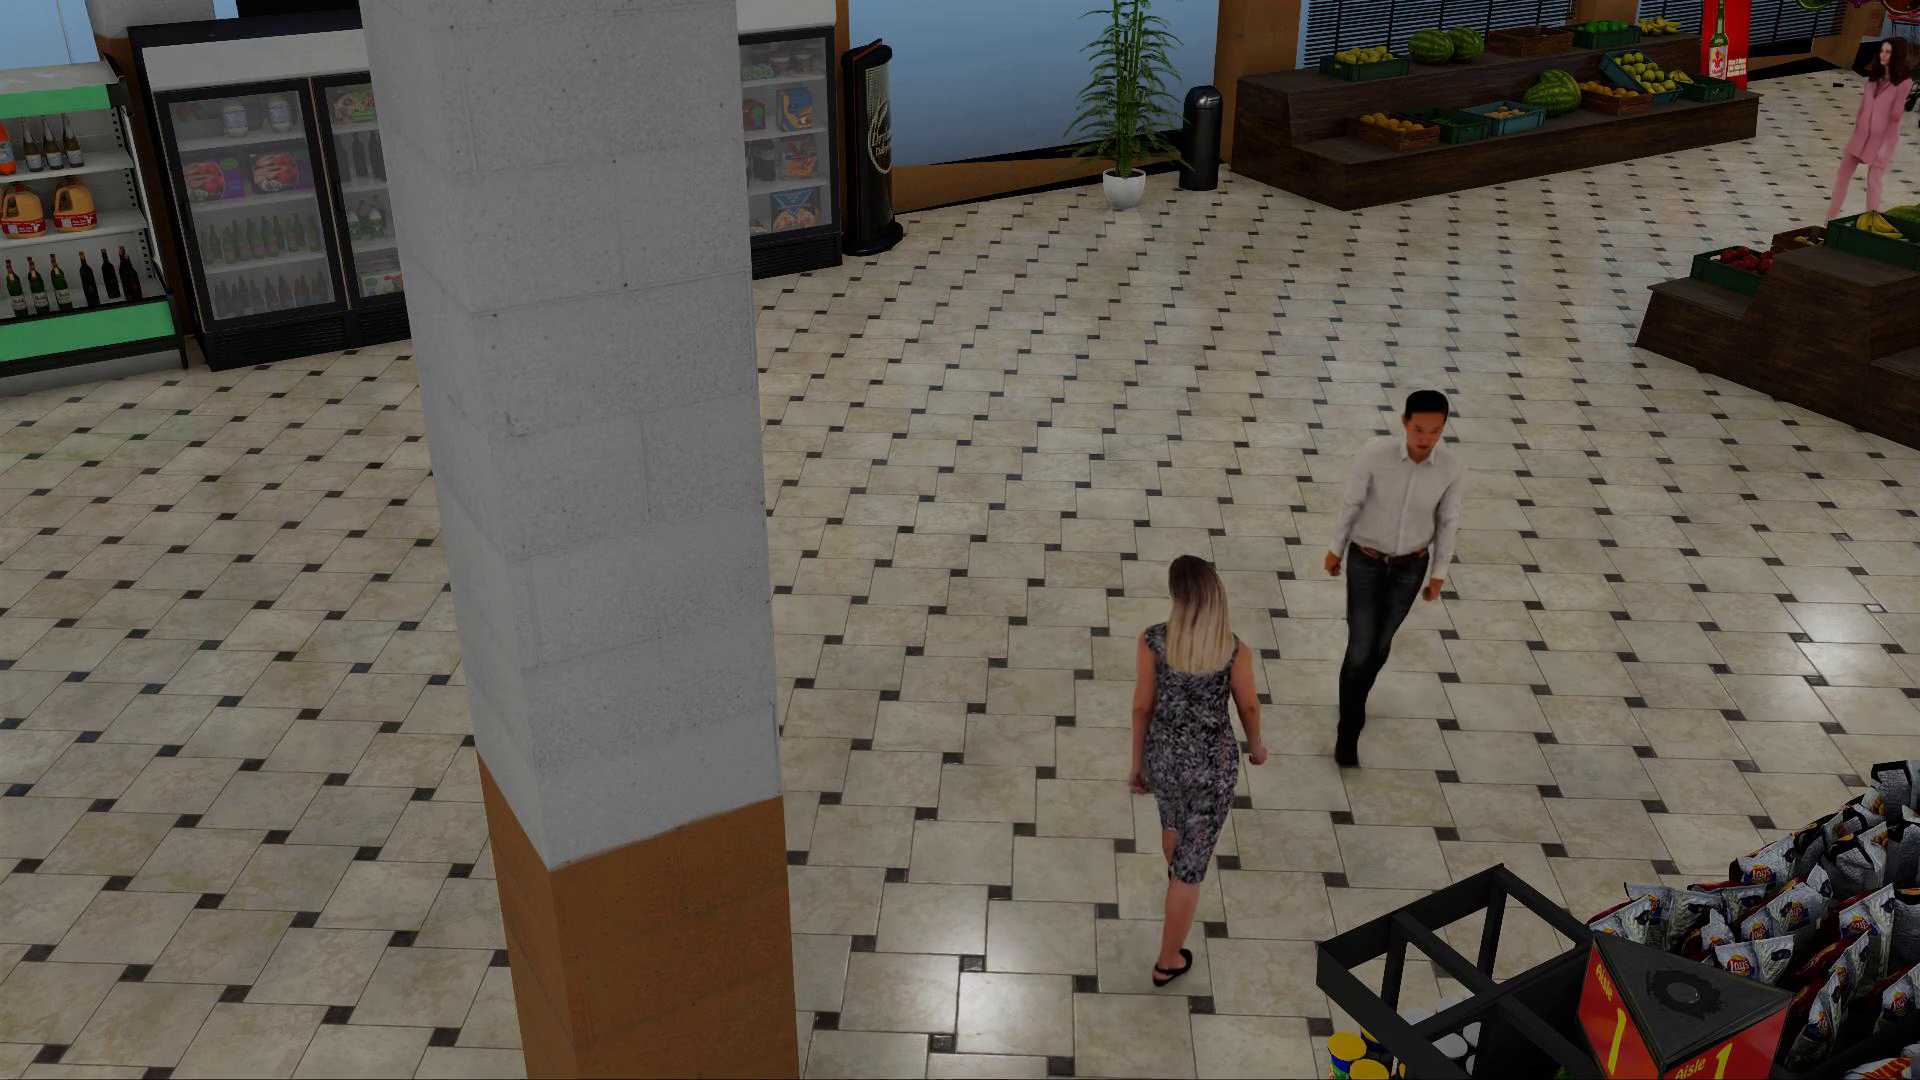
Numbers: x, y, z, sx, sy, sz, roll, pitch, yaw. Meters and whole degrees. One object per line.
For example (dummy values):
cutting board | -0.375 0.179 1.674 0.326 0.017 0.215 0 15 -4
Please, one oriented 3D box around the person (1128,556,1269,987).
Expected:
person | 0.796 0.904 6.044 0.910 1.666 1.039 14 30 25

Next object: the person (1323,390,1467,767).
person | 1.931 0.083 7.547 0.988 1.771 1.019 5 27 9

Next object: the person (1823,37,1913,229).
person | 8.085 -3.490 14.582 0.849 1.781 0.609 -15 30 -27
